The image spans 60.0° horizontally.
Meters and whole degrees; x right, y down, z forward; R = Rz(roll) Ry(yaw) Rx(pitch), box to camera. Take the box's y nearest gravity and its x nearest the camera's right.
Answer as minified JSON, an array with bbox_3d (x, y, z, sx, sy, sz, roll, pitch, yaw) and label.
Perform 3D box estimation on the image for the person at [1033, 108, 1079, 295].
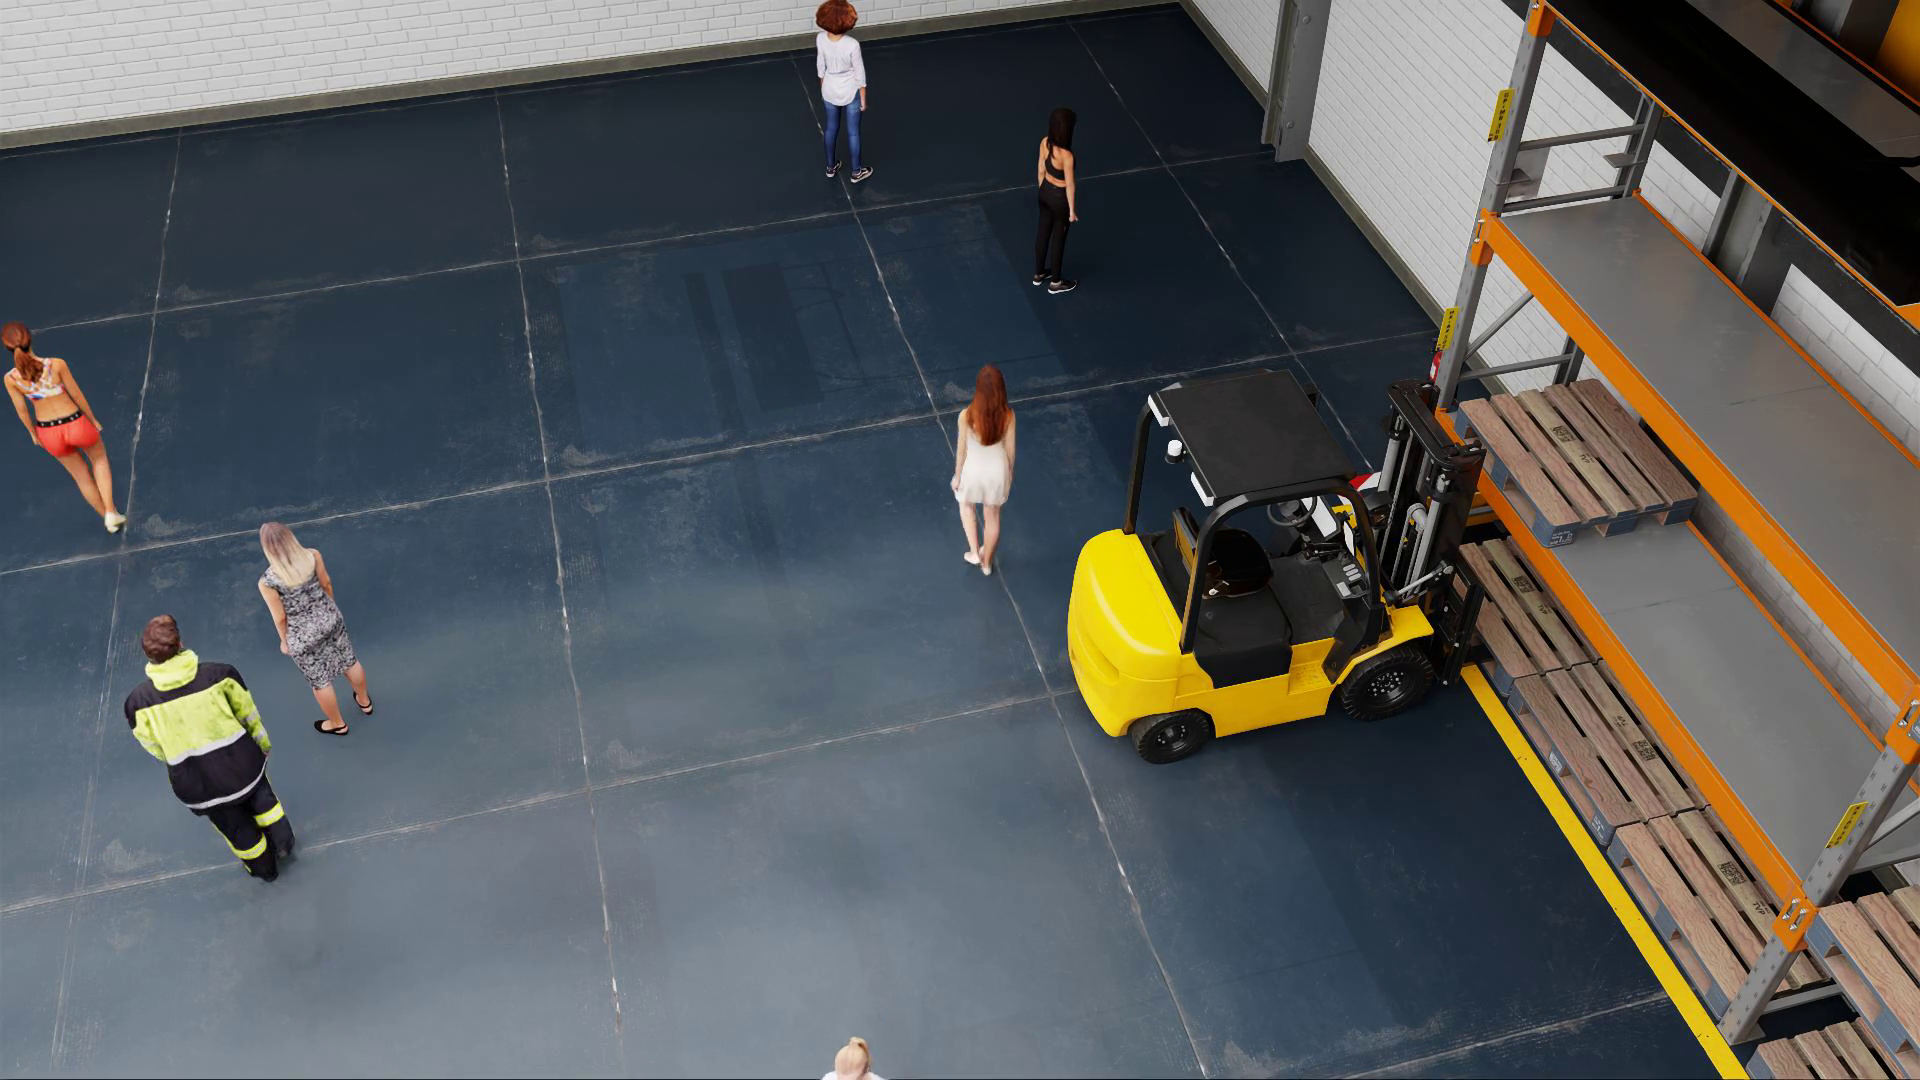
[{"bbox_3d":[0.780,-2.797,13.688,0.694,1.640,0.571,-31,51,-28],"label":"person"}]

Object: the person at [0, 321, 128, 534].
[{"bbox_3d":[-6.107,-0.695,11.377,0.659,1.785,0.682,-18,47,-18],"label":"person"}]

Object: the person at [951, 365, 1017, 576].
[{"bbox_3d":[0.172,-0.390,11.118,0.632,1.700,0.665,-4,44,-4],"label":"person"}]

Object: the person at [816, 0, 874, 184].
[{"bbox_3d":[-1.068,-4.037,14.938,0.750,1.712,0.798,18,46,18],"label":"person"}]

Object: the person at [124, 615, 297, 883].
[{"bbox_3d":[-4.114,1.259,9.201,0.876,1.957,0.860,-26,49,-25],"label":"person"}]

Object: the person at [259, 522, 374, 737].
[{"bbox_3d":[-3.938,0.544,10.134,0.671,1.705,0.642,29,51,27],"label":"person"}]

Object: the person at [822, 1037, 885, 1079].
[{"bbox_3d":[-0.498,2.781,8.103,0.600,1.268,0.671,8,44,8],"label":"person"}]
